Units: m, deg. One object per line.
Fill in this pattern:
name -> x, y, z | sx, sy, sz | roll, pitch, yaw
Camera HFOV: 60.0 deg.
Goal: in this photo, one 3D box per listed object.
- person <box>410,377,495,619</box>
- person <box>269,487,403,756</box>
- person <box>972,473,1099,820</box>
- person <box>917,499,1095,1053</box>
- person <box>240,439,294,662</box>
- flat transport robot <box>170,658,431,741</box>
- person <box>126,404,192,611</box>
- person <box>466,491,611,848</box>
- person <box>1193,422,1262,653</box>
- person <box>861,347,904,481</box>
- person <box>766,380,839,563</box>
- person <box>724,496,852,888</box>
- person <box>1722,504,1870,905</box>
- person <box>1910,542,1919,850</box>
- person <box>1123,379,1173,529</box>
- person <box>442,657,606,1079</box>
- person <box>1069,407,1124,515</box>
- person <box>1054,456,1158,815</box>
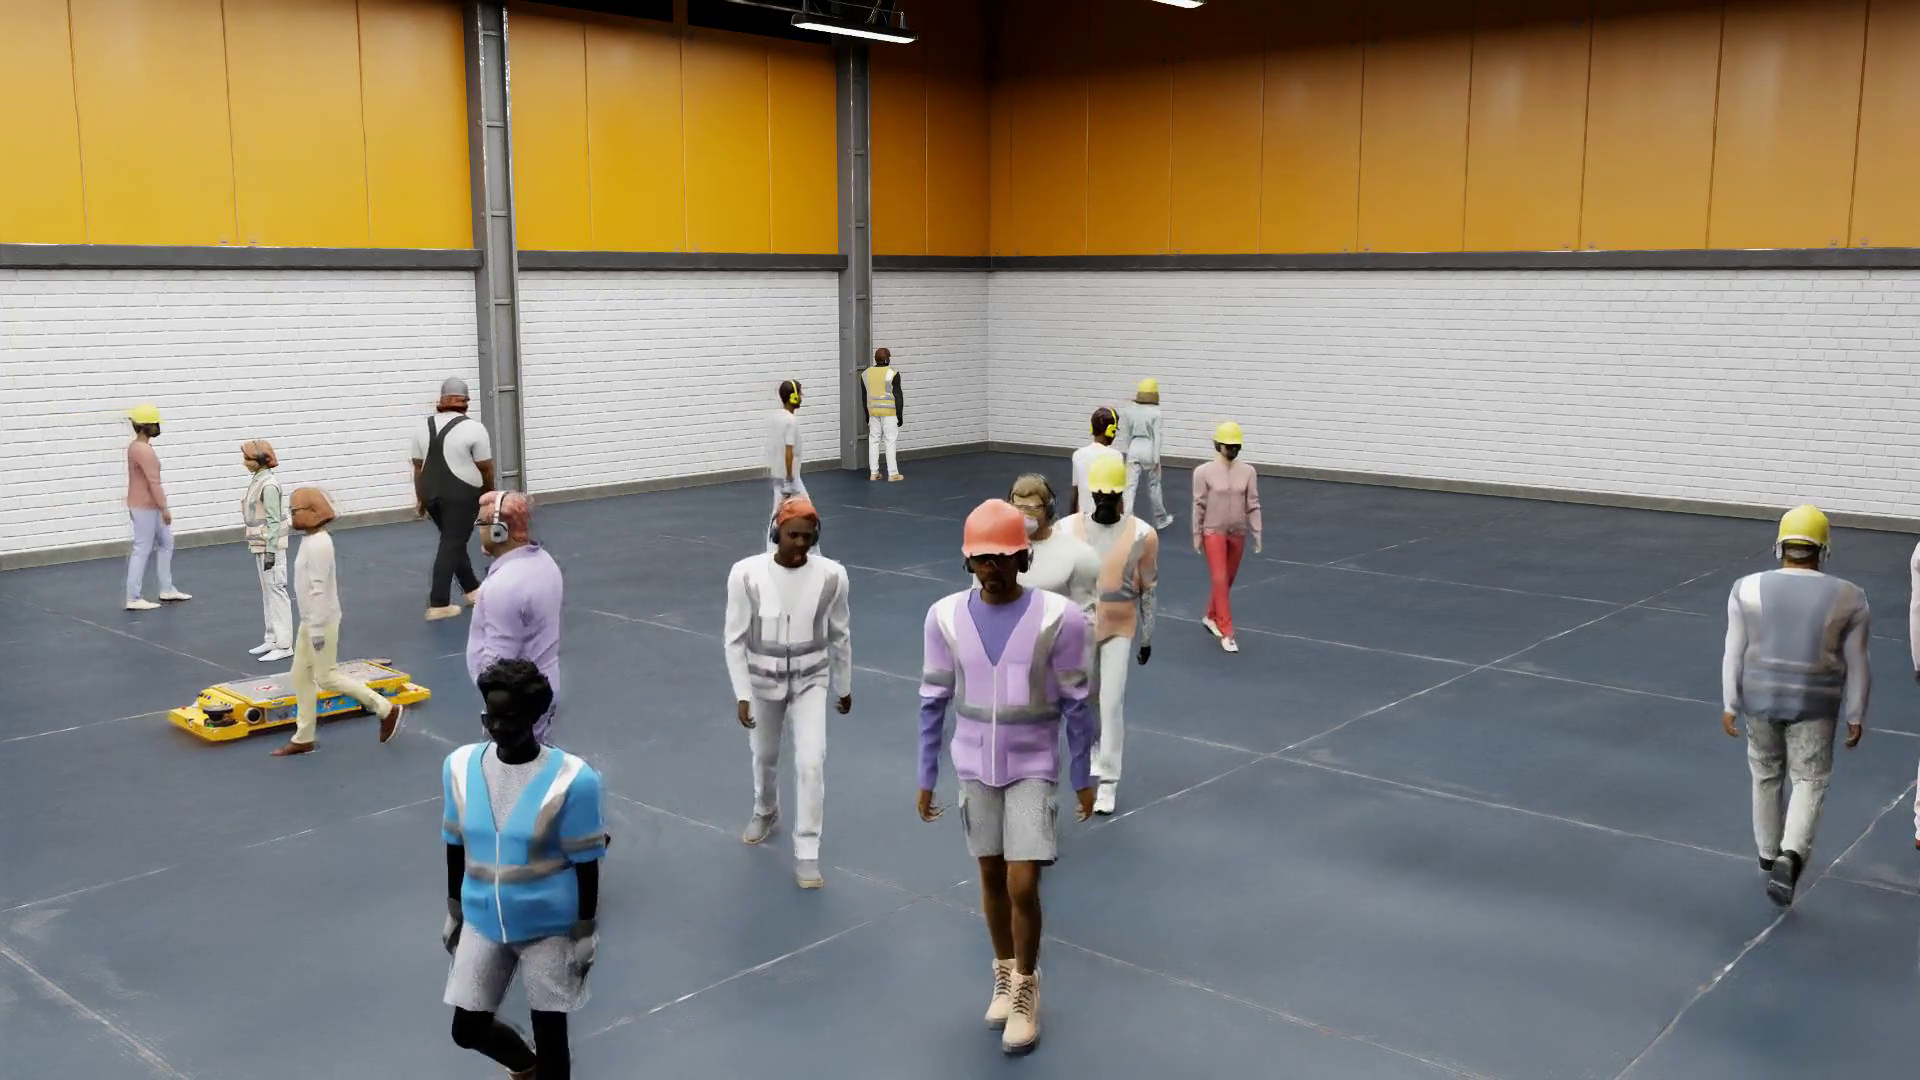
person -> -4.155, -0.397, 13.951 | 0.688, 2.000, 0.983 | 5, 10, 27
person -> -3.719, 0.479, 9.810 | 0.695, 1.612, 0.506 | -5, 10, -26
person -> 0.362, 0.605, 8.098 | 0.638, 1.910, 0.890 | 3, 10, 19
person -> 0.135, 0.860, 6.099 | 0.654, 2.023, 0.658 | 3, 10, 19
person -> -5.109, 0.072, 12.266 | 0.310, 1.639, 0.514 | -6, 11, -32
flat transport robot -> -4.223, 1.004, 10.694 | 0.652, 0.197, 1.431 | 9, 12, 43
person -> -6.841, -0.283, 14.163 | 0.681, 1.743, 0.566 | -7, 11, -36
person -> -1.946, 0.715, 7.454 | 0.520, 1.891, 0.645 | 0, 9, 2
person -> 2.044, -0.056, 12.797 | 0.532, 1.728, 0.817 | -3, 9, -18
person -> -1.047, -1.729, 22.934 | 0.626, 1.846, 0.429 | 5, 10, 26
person -> -1.543, -0.608, 15.911 | 0.841, 1.835, 0.518 | -6, 11, -35
person -> -0.825, 0.664, 7.992 | 0.596, 1.837, 0.909 | -1, 9, -7
person -> 3.784, 0.739, 7.567 | 0.600, 1.804, 0.791 | 6, 11, 31
person -> 4.930, 0.613, 8.031 | 0.409, 1.909, 0.640 | -6, 11, -34
person -> 2.045, -0.925, 18.338 | 0.504, 1.695, 0.891 | 6, 11, 33
person -> -1.345, 1.177, 5.149 | 0.552, 1.684, 0.395 | 2, 9, 12
person -> 1.019, -0.055, 12.424 | 0.528, 1.845, 0.716 | -7, 11, -37
person -> 0.776, 0.462, 9.094 | 0.595, 1.878, 1.004 | 2, 9, 13
